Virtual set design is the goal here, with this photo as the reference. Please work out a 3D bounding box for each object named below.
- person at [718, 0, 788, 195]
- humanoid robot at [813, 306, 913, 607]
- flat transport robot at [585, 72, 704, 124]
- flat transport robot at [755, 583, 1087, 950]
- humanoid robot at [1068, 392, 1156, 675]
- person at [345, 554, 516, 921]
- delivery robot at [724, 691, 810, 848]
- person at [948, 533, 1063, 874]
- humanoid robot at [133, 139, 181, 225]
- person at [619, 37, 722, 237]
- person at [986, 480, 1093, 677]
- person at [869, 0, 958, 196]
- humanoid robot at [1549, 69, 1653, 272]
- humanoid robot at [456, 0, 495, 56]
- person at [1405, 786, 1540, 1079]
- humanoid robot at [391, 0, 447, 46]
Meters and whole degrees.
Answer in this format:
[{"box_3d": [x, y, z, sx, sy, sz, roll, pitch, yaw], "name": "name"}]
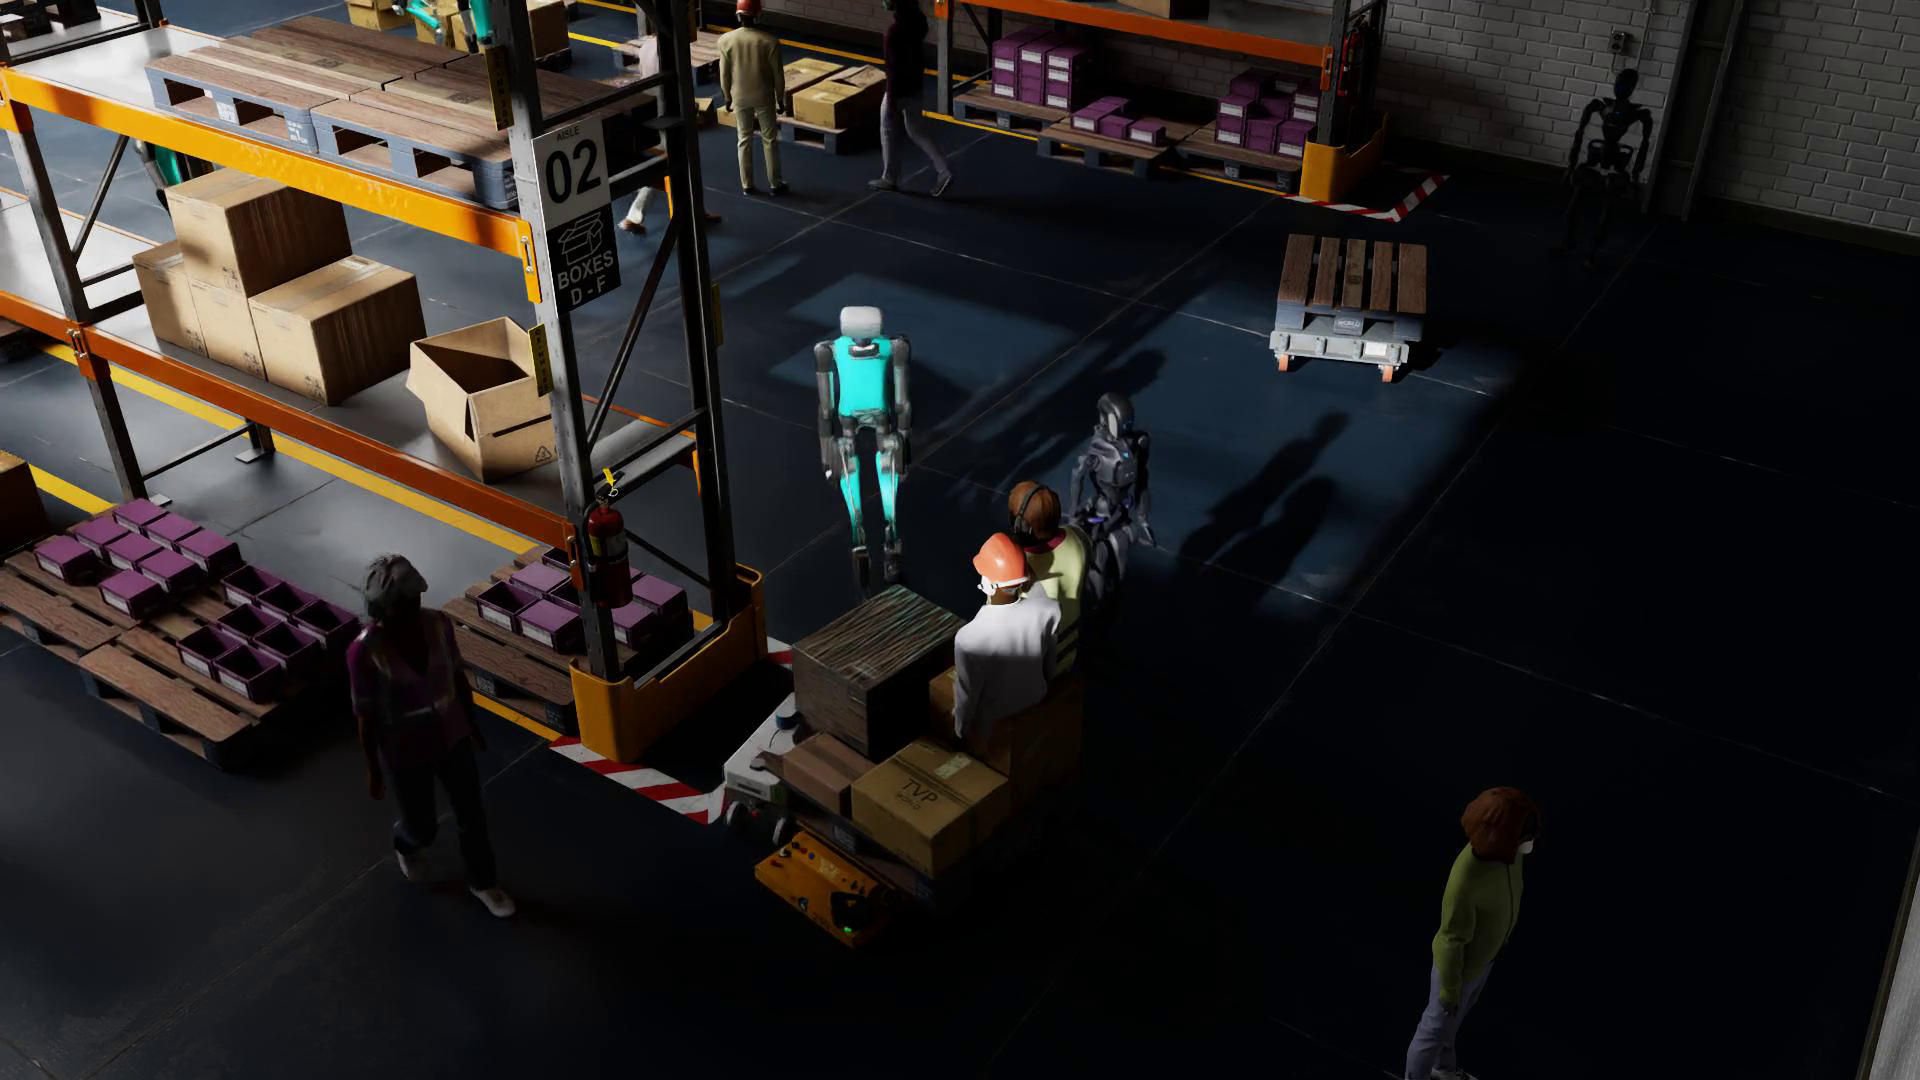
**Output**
[{"box_3d": [-1.785, -3.864, 14.450, 0.563, 1.752, 0.336, 4, 33, 6], "name": "person"}, {"box_3d": [-0.472, -0.309, 9.061, 0.532, 1.817, 0.839, -6, 34, -9], "name": "humanoid robot"}, {"box_3d": [-3.184, -4.360, 16.574, 0.659, 0.231, 1.431, -21, 39, -29], "name": "flat transport robot"}, {"box_3d": [-0.219, 1.322, 7.842, 0.659, 0.231, 1.431, 27, 42, 35], "name": "flat transport robot"}, {"box_3d": [0.767, -0.040, 8.654, 0.609, 1.648, 0.308, -25, 41, -33], "name": "humanoid robot"}, {"box_3d": [-2.304, 0.861, 7.115, 0.636, 1.830, 0.558, 27, 42, 35], "name": "person"}, {"box_3d": [-0.812, 1.049, 8.013, 0.499, 0.609, 0.812, 15, 36, 22], "name": "delivery robot"}, {"box_3d": [0.182, 0.729, 7.389, 0.562, 1.752, 0.325, -22, 39, -30], "name": "person"}, {"box_3d": [-5.332, -2.296, 12.055, 1.015, 1.726, 0.535, 7, 34, 11], "name": "humanoid robot"}, {"box_3d": [-2.472, -3.399, 13.606, 0.870, 1.903, 0.630, -15, 36, -22], "name": "person"}, {"box_3d": [0.316, 0.539, 7.604, 0.429, 1.843, 0.624, 22, 39, 30], "name": "person"}, {"box_3d": [-0.421, -3.882, 14.329, 0.814, 1.922, 0.518, 21, 39, 29], "name": "person"}, {"box_3d": [5.067, -2.922, 13.082, 0.611, 1.643, 0.447, 17, 37, 24], "name": "humanoid robot"}, {"box_3d": [-4.089, -4.231, 15.022, 0.553, 1.780, 0.738, -21, 38, -28], "name": "humanoid robot"}, {"box_3d": [1.911, 1.562, 6.218, 0.288, 1.633, 0.498, 24, 40, 32], "name": "person"}, {"box_3d": [-5.569, -5.622, 17.160, 0.980, 1.738, 0.550, 16, 36, 23], "name": "humanoid robot"}]
